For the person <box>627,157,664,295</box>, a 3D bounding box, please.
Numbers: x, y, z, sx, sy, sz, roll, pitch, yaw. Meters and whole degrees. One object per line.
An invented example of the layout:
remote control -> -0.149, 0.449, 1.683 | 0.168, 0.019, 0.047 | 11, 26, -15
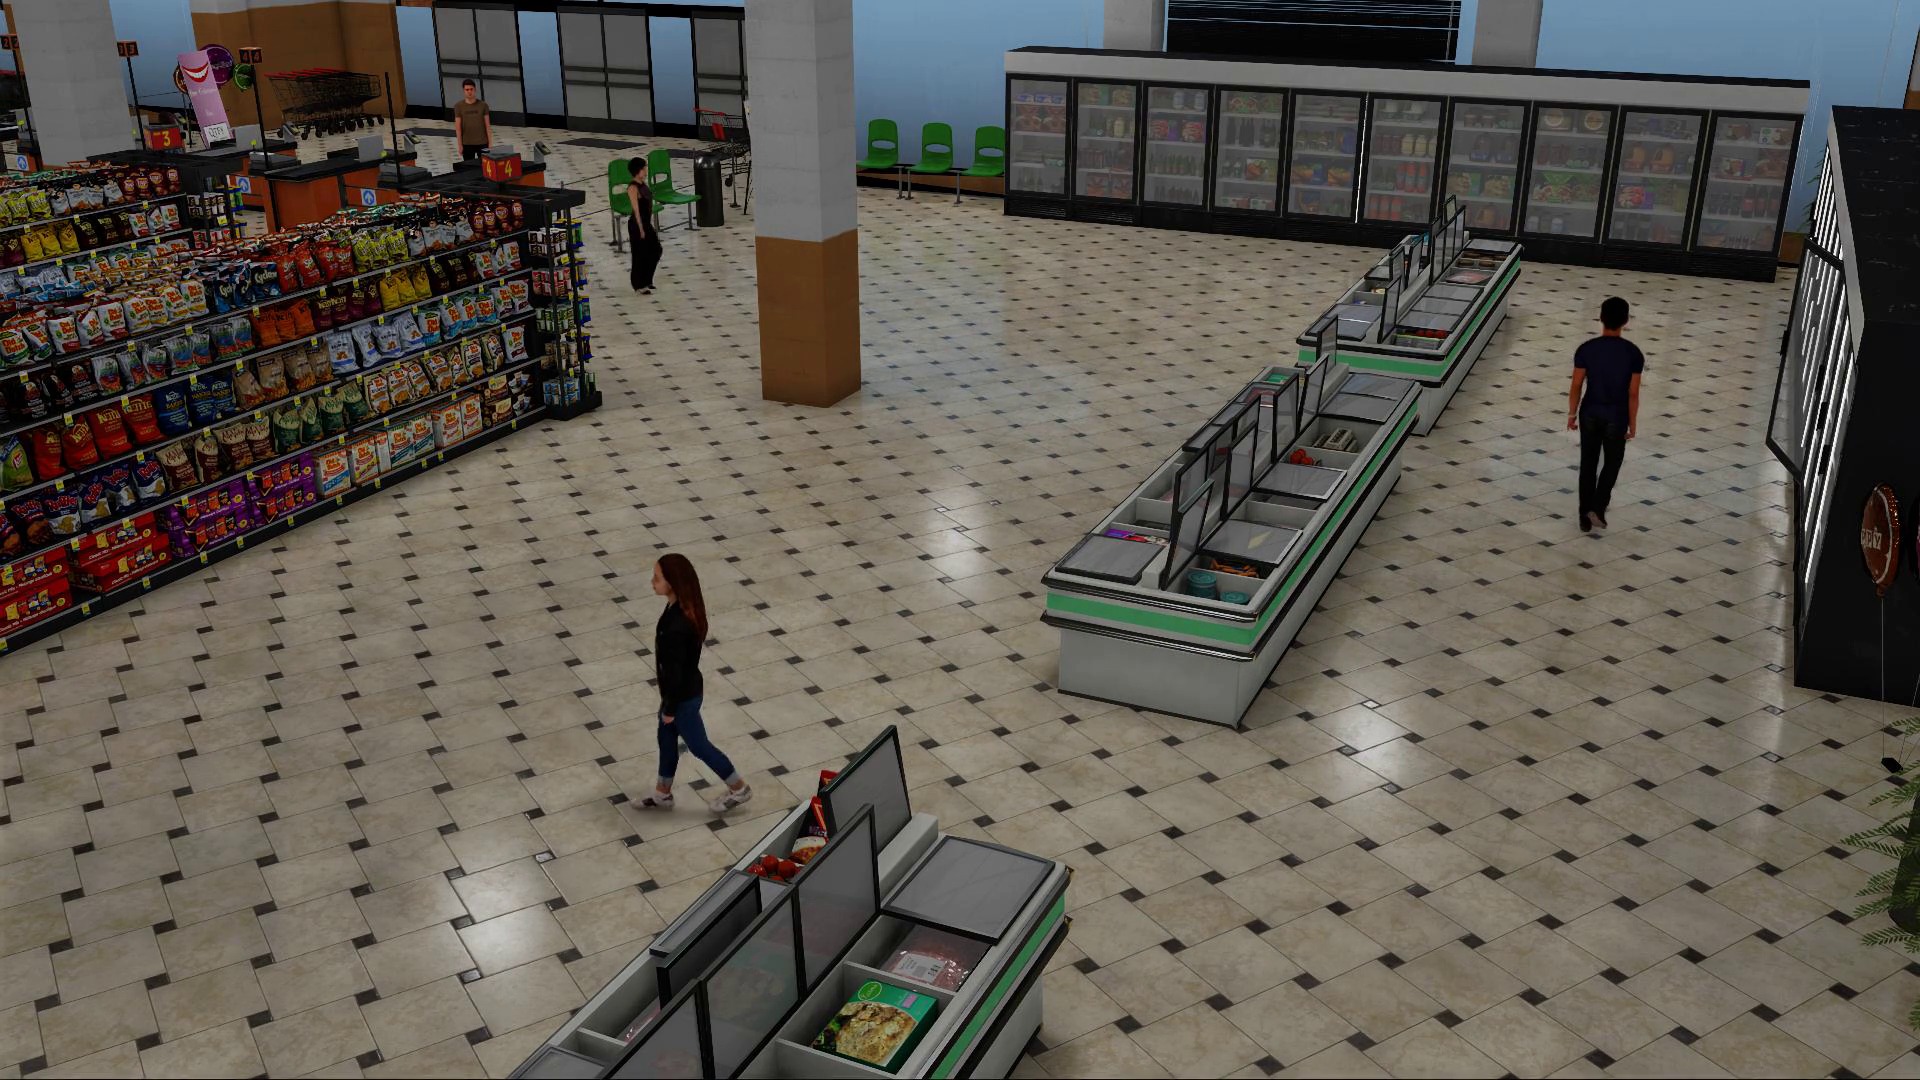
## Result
person -> -3.791, -3.637, 19.349 | 0.731, 1.587, 0.612 | 3, 22, 7

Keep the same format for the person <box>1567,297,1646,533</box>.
person -> 4.714, -0.870, 12.203 | 0.637, 1.779, 0.752 | 10, 24, 24

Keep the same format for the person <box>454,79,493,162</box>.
person -> -7.121, -5.818, 24.420 | 0.730, 1.852, 0.805 | -9, 24, -22

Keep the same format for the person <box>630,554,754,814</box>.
person -> -1.352, 0.769, 8.551 | 0.911, 1.461, 0.911 | -3, 22, -8

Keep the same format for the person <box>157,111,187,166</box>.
person -> -10.172, -4.650, 21.591 | 0.633, 1.794, 0.530 | 9, 24, 22
